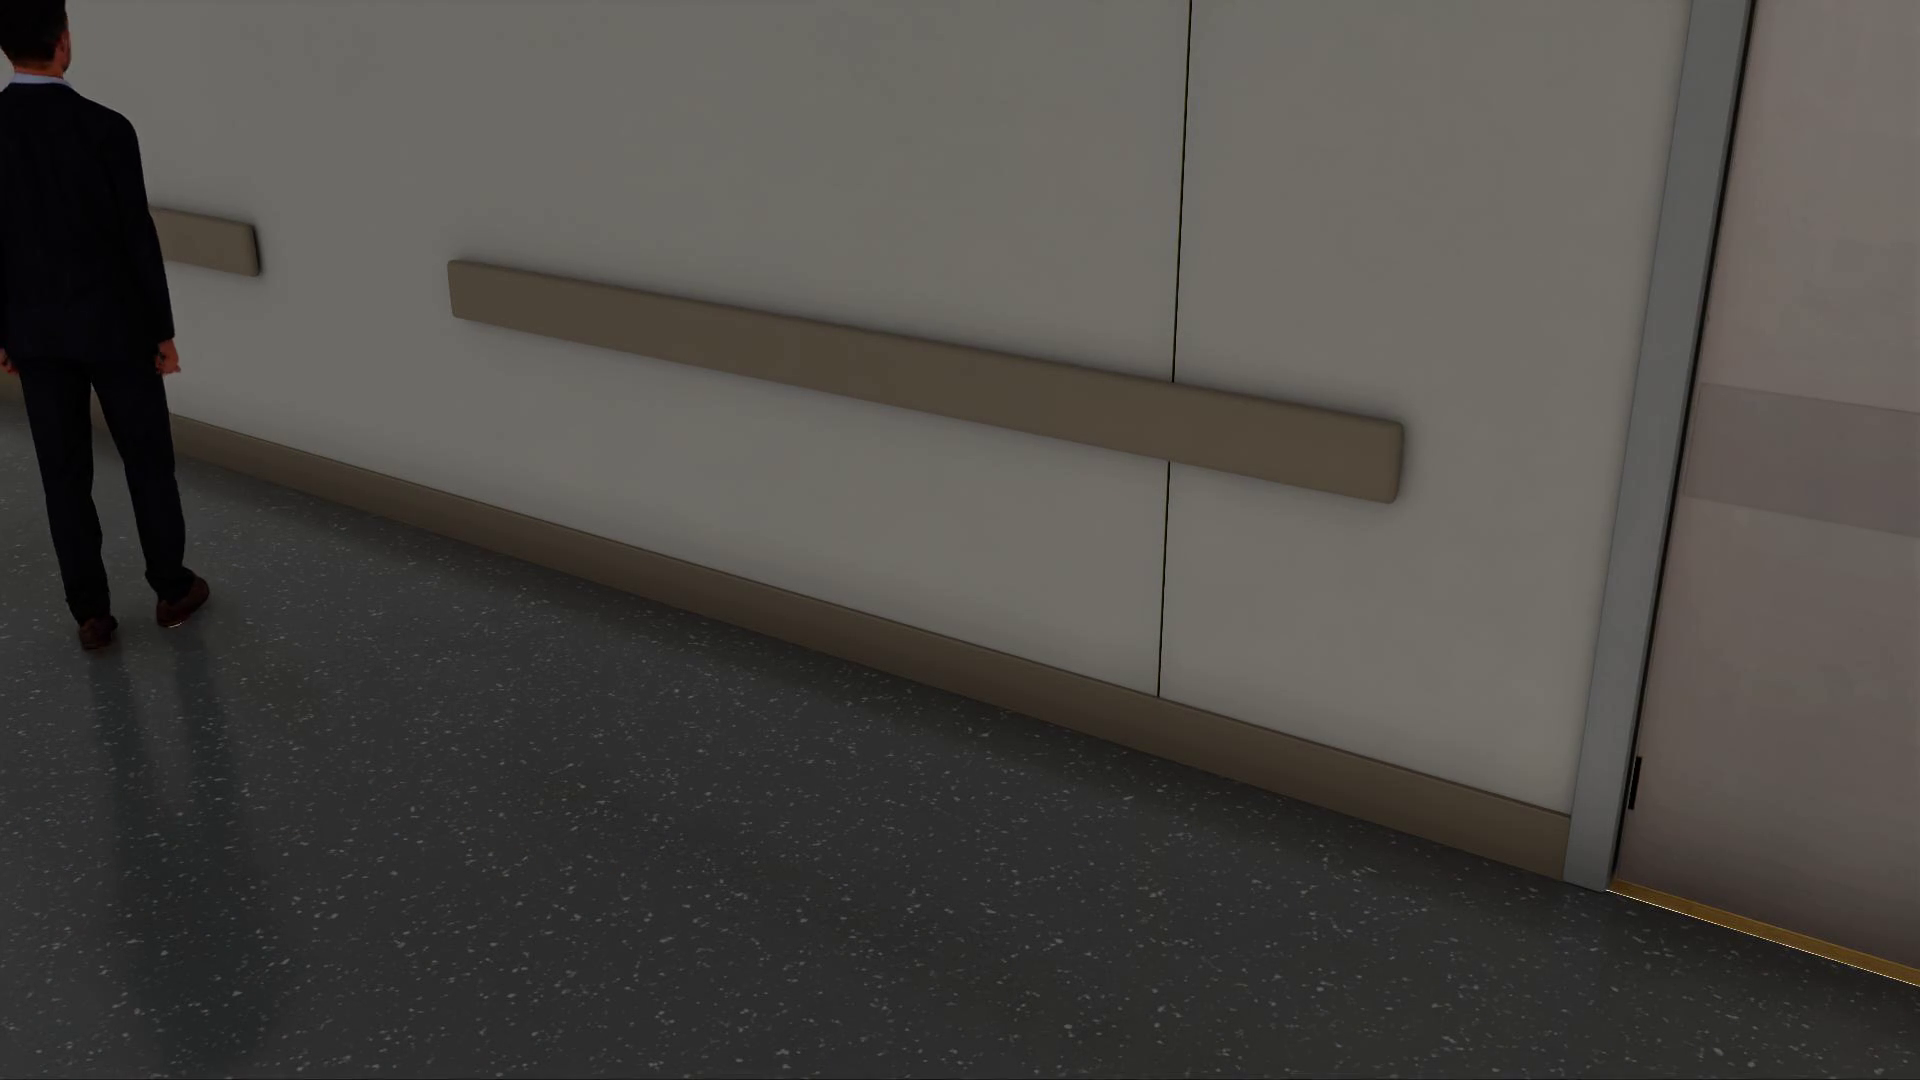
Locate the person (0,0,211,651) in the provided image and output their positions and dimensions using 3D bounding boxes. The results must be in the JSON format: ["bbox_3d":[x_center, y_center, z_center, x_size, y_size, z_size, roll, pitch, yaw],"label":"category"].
[{"bbox_3d":[-2.491,-0.599,4.720,0.865,1.868,0.924,-5,21,-14],"label":"person"}]
